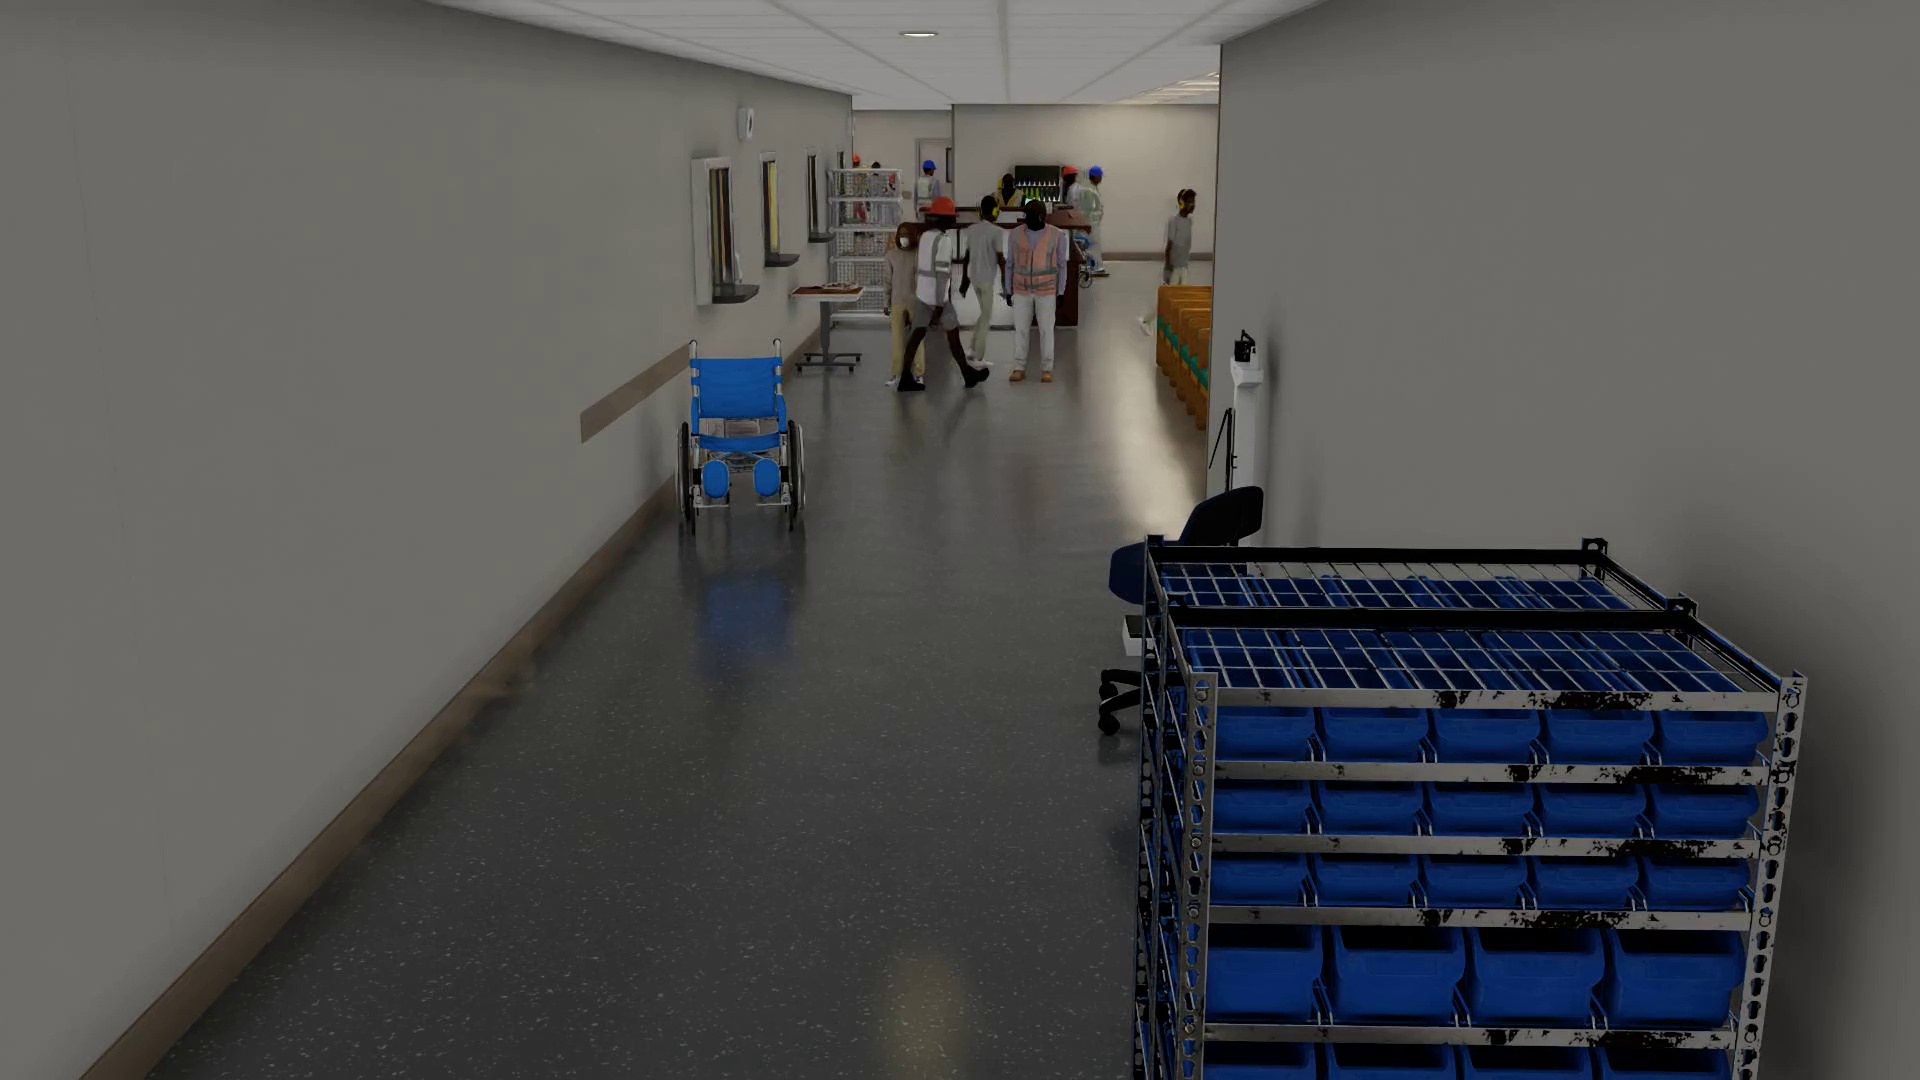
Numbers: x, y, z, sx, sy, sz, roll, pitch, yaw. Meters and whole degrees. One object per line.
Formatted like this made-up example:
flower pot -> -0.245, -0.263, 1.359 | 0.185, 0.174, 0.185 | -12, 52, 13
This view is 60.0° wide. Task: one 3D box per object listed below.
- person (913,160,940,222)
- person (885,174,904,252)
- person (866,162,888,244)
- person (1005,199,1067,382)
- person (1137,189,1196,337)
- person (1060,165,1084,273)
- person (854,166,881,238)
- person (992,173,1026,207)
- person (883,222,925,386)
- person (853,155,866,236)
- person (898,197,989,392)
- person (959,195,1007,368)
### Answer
person -> -0.639, -6.515, 32.865 | 0.605, 1.944, 0.402 | 9, 17, 34
person -> -1.185, -5.758, 30.188 | 0.343, 1.749, 0.572 | -4, 15, -17
person -> -1.860, -7.660, 37.781 | 0.537, 1.823, 0.972 | -4, 15, -18
person -> 0.759, -2.516, 16.857 | 0.632, 1.839, 0.429 | 3, 14, 13
person -> 2.530, -3.265, 19.905 | 0.650, 1.849, 0.558 | 11, 17, 37
person -> 2.027, -5.749, 29.843 | 0.508, 1.903, 0.559 | 3, 14, 11
person -> -2.344, -7.961, 39.279 | 0.992, 1.673, 0.537 | 0, 14, 0
person -> 0.784, -5.065, 27.227 | 0.619, 1.835, 0.430 | 3, 14, 14
person -> -0.526, -2.345, 16.587 | 0.497, 1.633, 0.284 | 3, 14, 14
person -> -2.517, -8.348, 40.311 | 0.349, 1.942, 0.545 | 13, 19, 43
person -> -0.206, -2.403, 16.311 | 0.994, 1.880, 0.564 | -9, 17, -33
person -> 0.264, -2.777, 17.913 | 0.459, 1.843, 0.509 | -12, 18, -40
